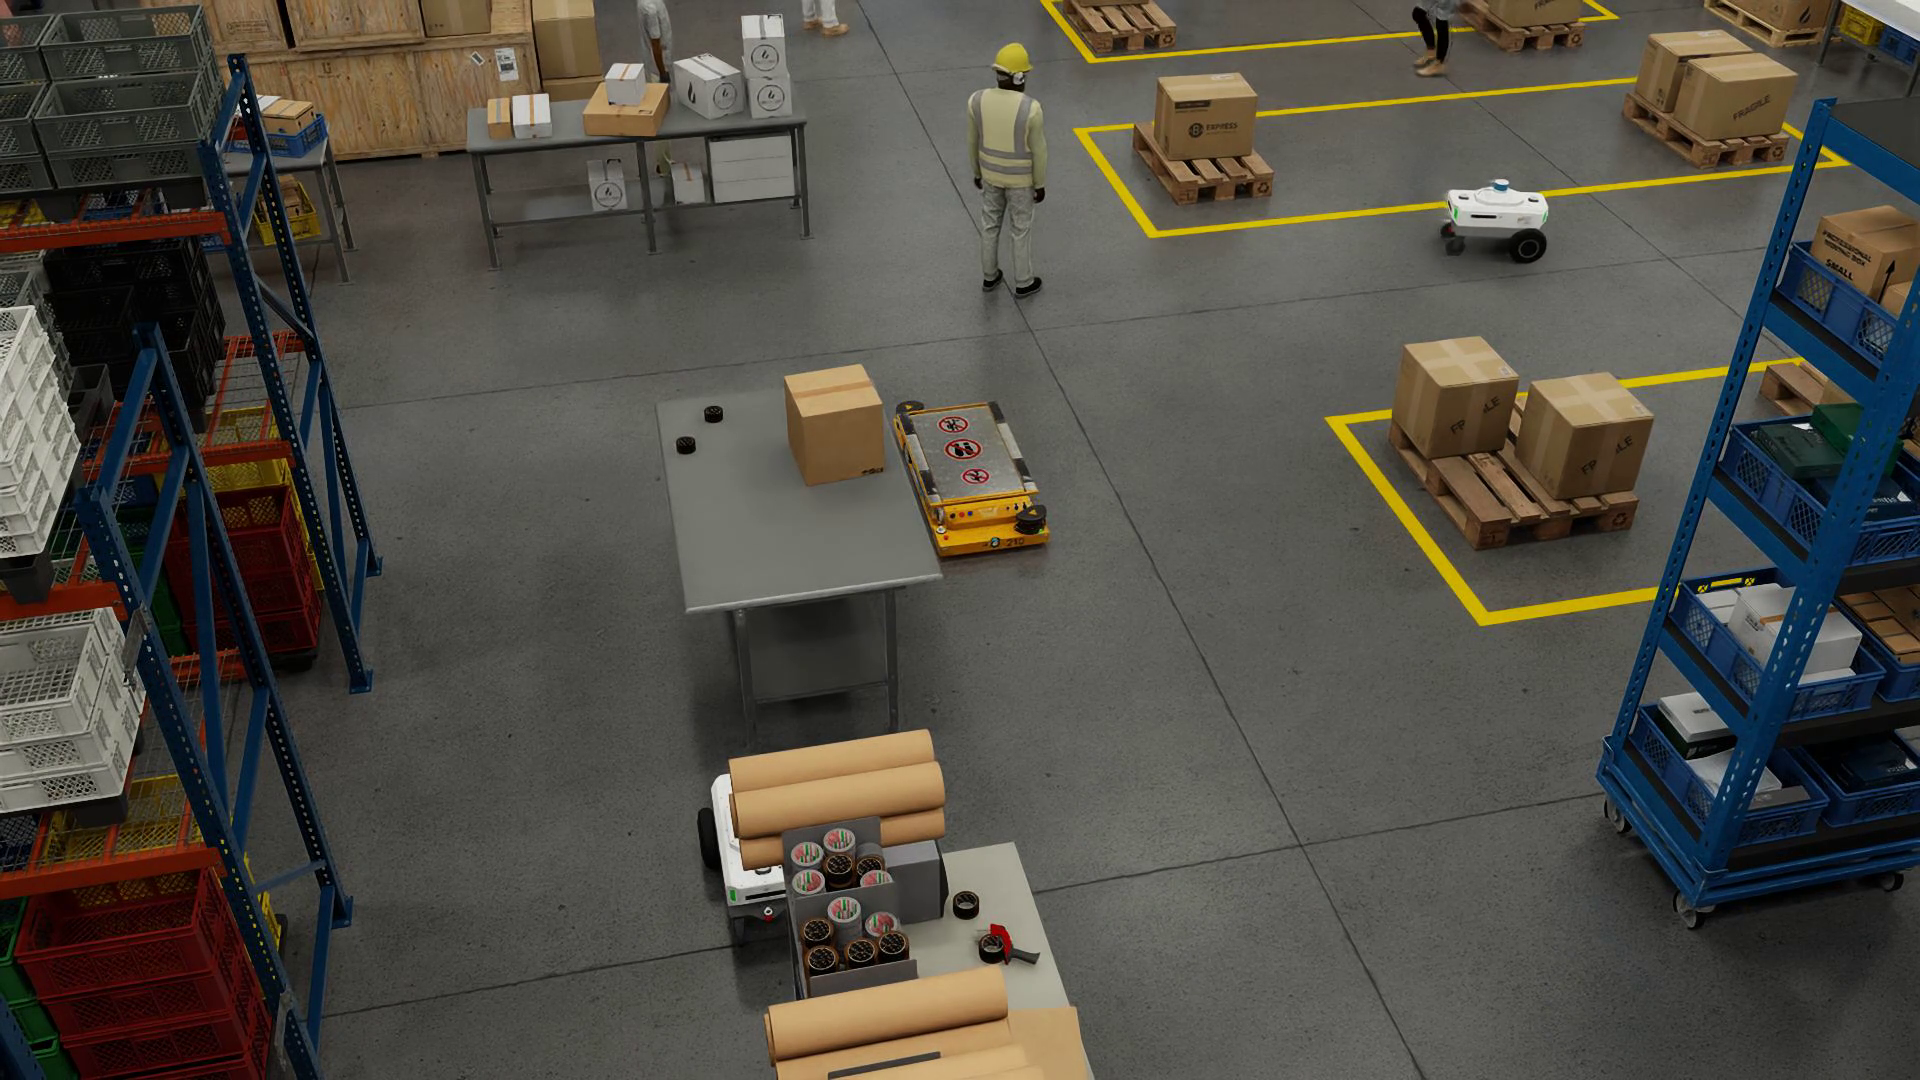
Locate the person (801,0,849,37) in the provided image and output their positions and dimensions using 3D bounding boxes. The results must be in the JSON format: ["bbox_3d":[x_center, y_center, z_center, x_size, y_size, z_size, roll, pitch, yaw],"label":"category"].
[{"bbox_3d":[-1.359,-5.821,16.048,0.634,1.841,0.429,29,45,33],"label":"person"}]

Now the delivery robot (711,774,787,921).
[{"bbox_3d":[-0.905,1.343,7.414,0.477,0.478,0.707,-8,37,-10],"label":"delivery robot"}]

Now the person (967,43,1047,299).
[{"bbox_3d":[0.350,-2.581,11.708,0.586,1.824,0.403,18,40,22],"label":"person"}]

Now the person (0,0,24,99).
[{"bbox_3d":[-7.661,-3.831,13.328,0.395,1.902,0.672,-8,37,-10],"label":"person"}]

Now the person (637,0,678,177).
[{"bbox_3d":[-2.357,-3.734,13.224,0.317,1.865,0.531,-8,37,-11],"label":"person"}]

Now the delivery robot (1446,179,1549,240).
[{"bbox_3d":[4.045,-2.482,12.555,0.707,0.478,0.477,3,37,4],"label":"delivery robot"}]

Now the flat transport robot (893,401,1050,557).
[{"bbox_3d":[0.046,-0.430,10.108,0.652,0.197,1.431,-8,37,-10],"label":"flat transport robot"}]

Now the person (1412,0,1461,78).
[{"bbox_3d":[4.381,-5.045,15.138,0.378,1.683,0.536,-5,37,-6],"label":"person"}]
